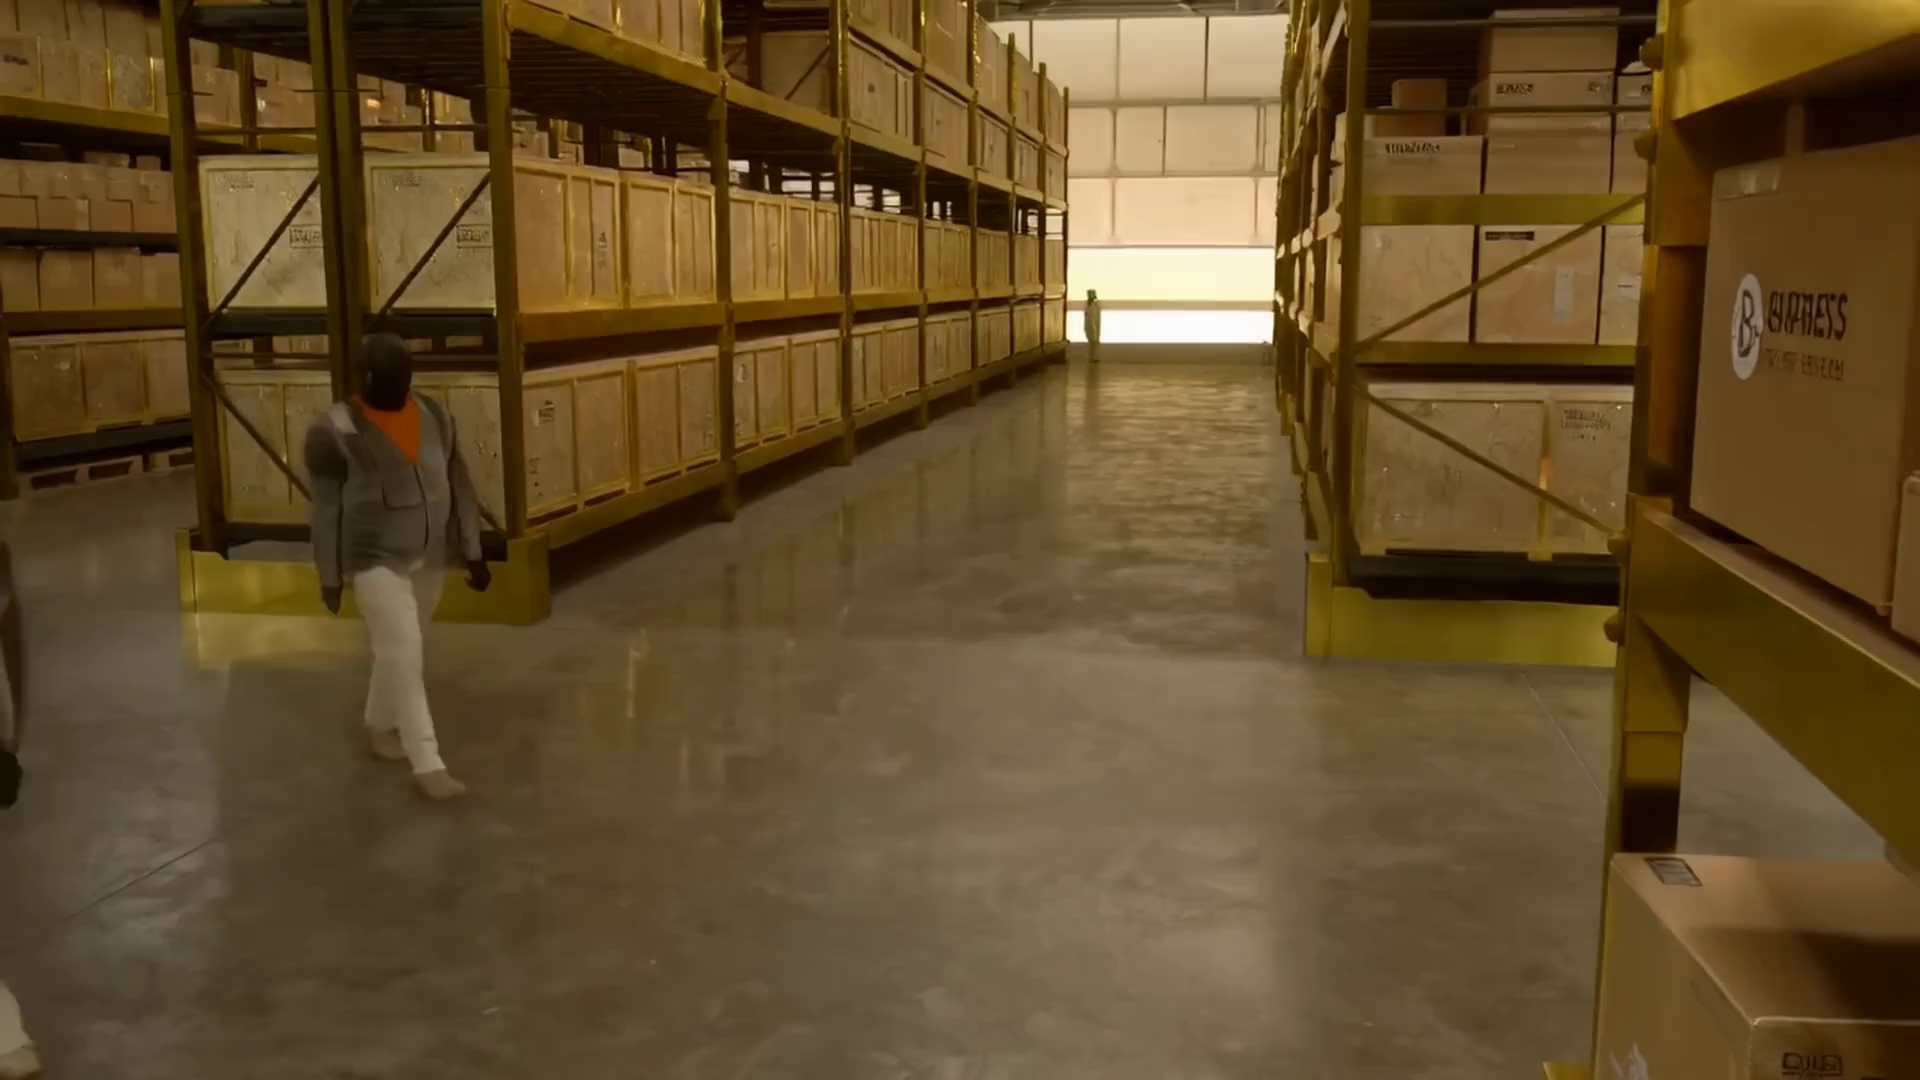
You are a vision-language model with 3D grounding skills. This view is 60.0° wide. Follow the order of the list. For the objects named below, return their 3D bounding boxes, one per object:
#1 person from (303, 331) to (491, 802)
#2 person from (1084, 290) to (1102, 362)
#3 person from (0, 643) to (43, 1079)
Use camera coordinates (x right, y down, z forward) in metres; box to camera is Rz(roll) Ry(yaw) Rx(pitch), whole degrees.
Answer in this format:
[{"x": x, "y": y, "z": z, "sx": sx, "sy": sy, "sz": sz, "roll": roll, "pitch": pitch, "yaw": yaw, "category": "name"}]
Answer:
[{"x": -2.238, "y": 0.070, "z": 6.604, "sx": 0.953, "sy": 1.802, "sz": 0.619, "roll": 7, "pitch": 12, "yaw": 38, "category": "person"}, {"x": 2.990, "y": -4.818, "z": 37.471, "sx": 0.322, "sy": 1.627, "sz": 0.530, "roll": -6, "pitch": 11, "yaw": -35, "category": "person"}, {"x": -2.445, "y": 0.489, "z": 3.742, "sx": 0.497, "sy": 1.892, "sz": 0.598, "roll": 4, "pitch": 10, "yaw": 24, "category": "person"}]
